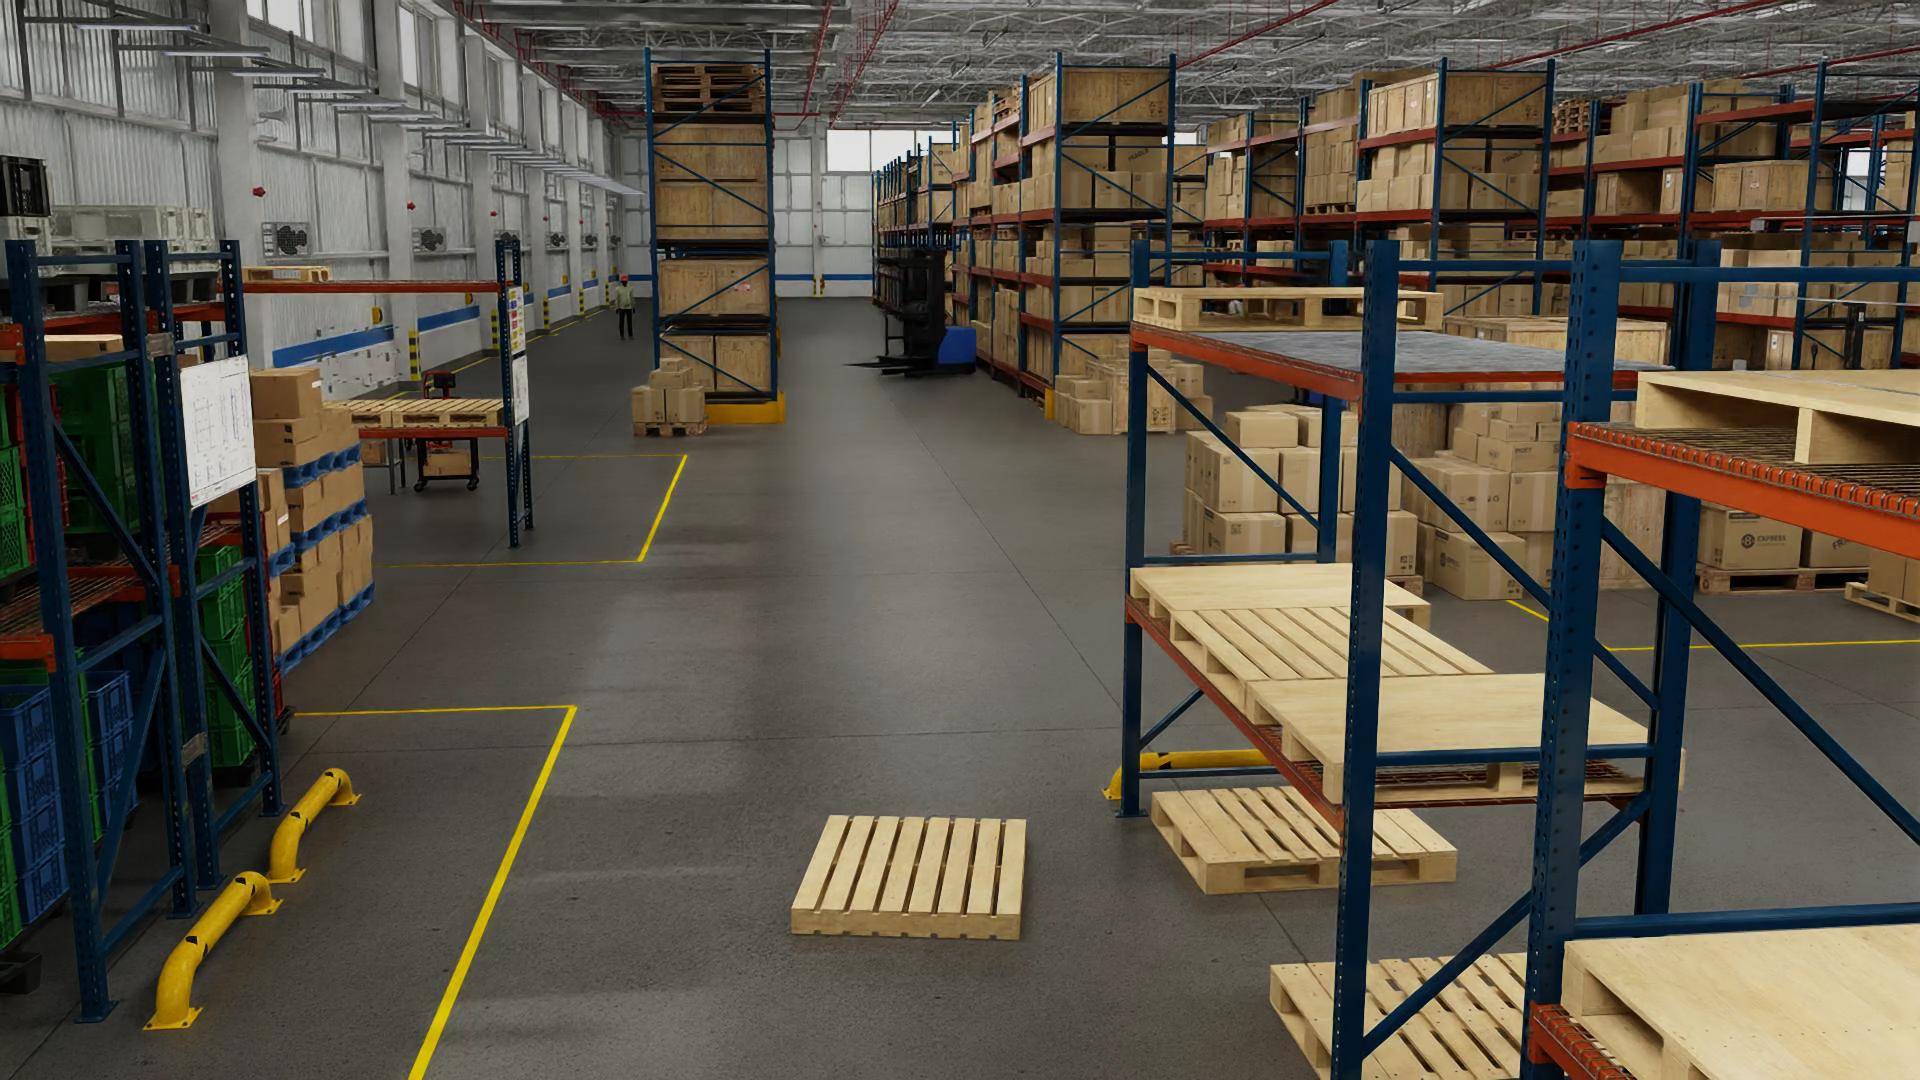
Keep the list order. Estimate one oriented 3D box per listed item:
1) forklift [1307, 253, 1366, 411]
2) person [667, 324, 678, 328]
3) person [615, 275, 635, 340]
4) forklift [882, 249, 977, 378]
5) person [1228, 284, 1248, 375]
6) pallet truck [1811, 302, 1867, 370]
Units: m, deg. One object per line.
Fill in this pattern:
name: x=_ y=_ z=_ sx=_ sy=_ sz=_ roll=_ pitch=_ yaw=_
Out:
forklift: x=6.430 y=-3.421 z=27.887 sx=1.129 sy=2.768 sz=1.873 roll=-1 pitch=10 yaw=-6
person: x=-8.640 y=-6.889 z=49.961 sx=0.601 sy=1.856 sz=1.059 roll=-4 pitch=11 yaw=-19
person: x=-10.219 y=-7.093 z=50.733 sx=0.628 sy=1.988 sz=0.407 roll=-8 pitch=13 yaw=-36
forklift: x=-0.653 y=-5.058 z=36.958 sx=1.873 sy=2.768 sz=1.129 roll=-6 pitch=12 yaw=-32
person: x=6.334 y=-4.743 z=37.547 sx=0.620 sy=2.041 sz=0.390 roll=-7 pitch=12 yaw=-32
pallet truck: x=15.846 y=-3.142 z=28.793 sx=1.885 sy=1.965 sz=0.823 roll=2 pitch=10 yaw=12
